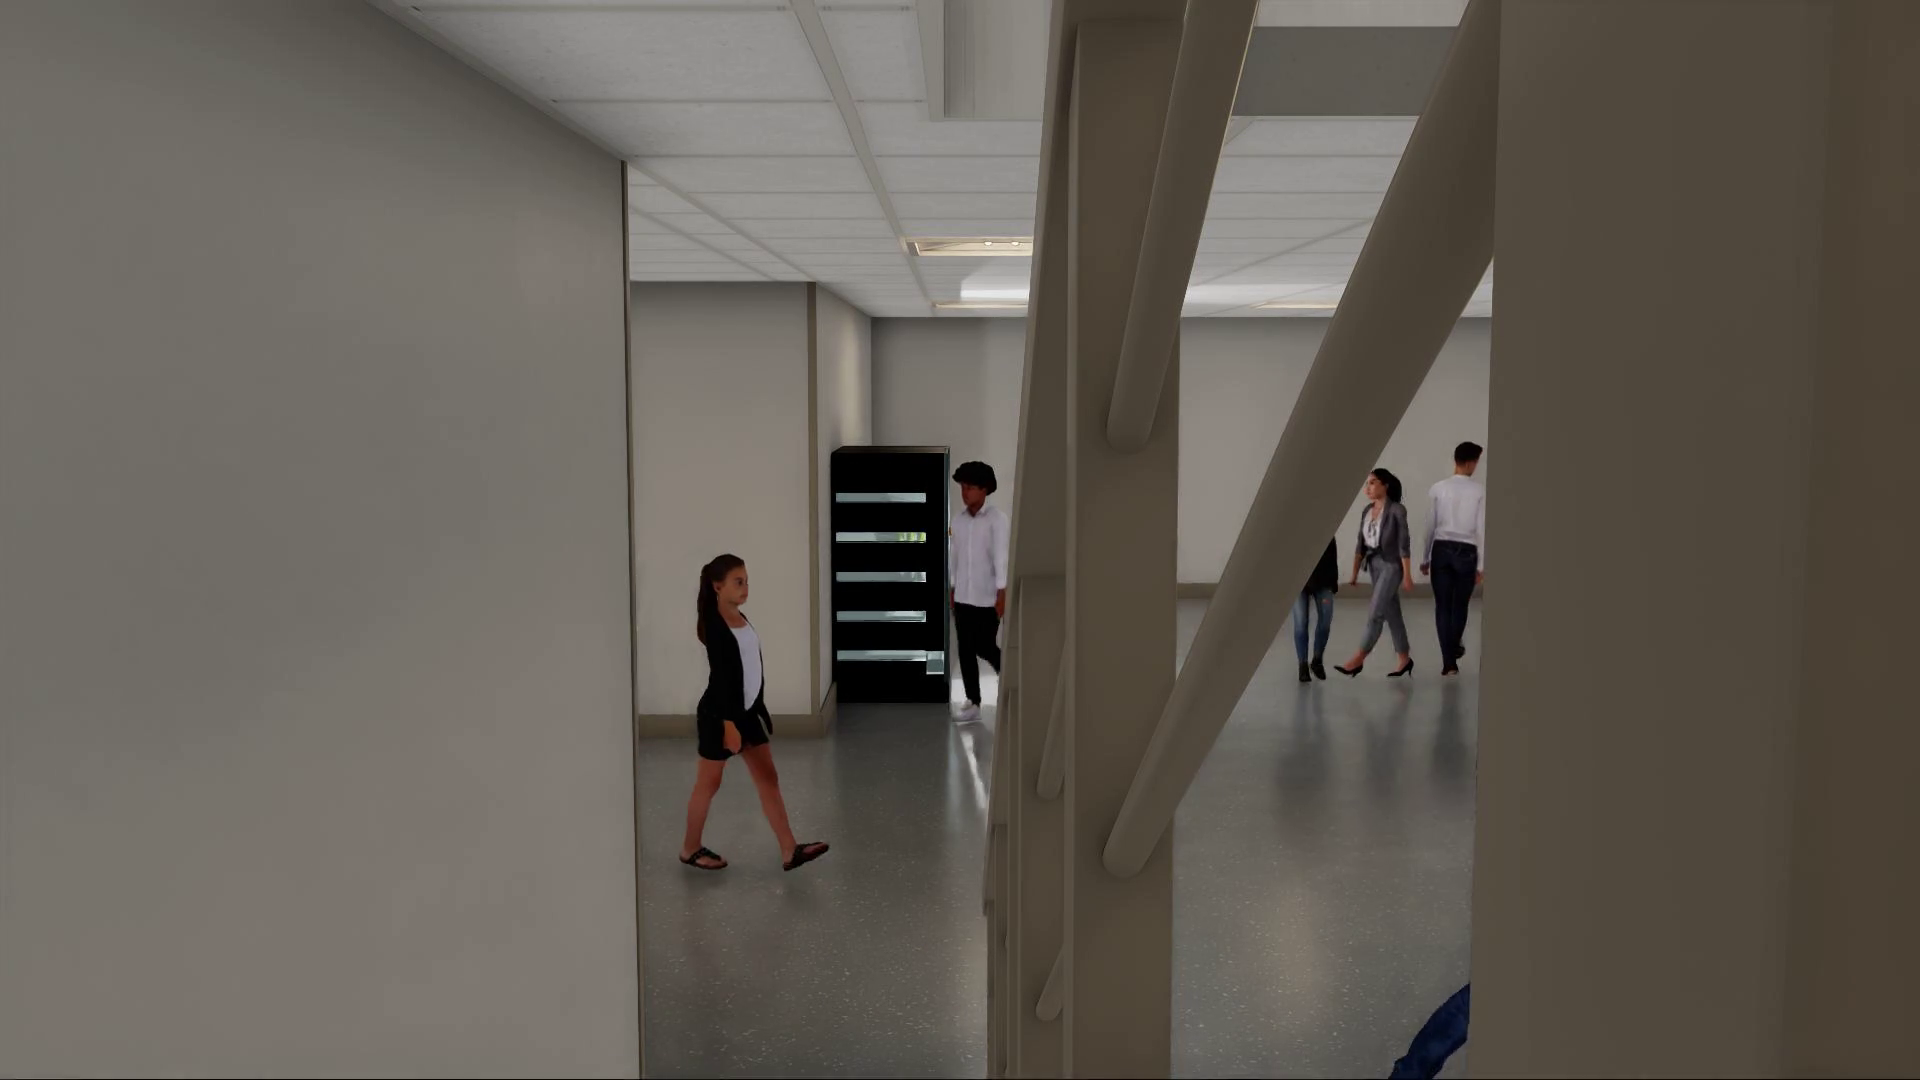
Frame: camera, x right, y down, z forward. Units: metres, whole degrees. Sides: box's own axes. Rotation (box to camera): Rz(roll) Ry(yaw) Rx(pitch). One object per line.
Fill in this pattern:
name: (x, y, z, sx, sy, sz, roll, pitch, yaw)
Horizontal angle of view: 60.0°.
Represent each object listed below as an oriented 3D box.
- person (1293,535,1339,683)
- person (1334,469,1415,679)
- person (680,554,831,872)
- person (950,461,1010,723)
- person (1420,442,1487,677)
person: (2.728, 0.286, 13.034, 0.624, 1.628, 0.594, 0, 6, 2)
person: (3.378, 0.293, 12.927, 0.948, 1.636, 1.079, -3, 6, -25)
person: (-1.174, 0.849, 7.959, 0.901, 1.523, 1.026, 3, 6, 24)
person: (0.177, 0.358, 11.487, 0.883, 1.794, 0.974, 4, 7, 35)
person: (3.829, 0.186, 12.908, 0.926, 1.812, 1.310, 2, 6, 16)
